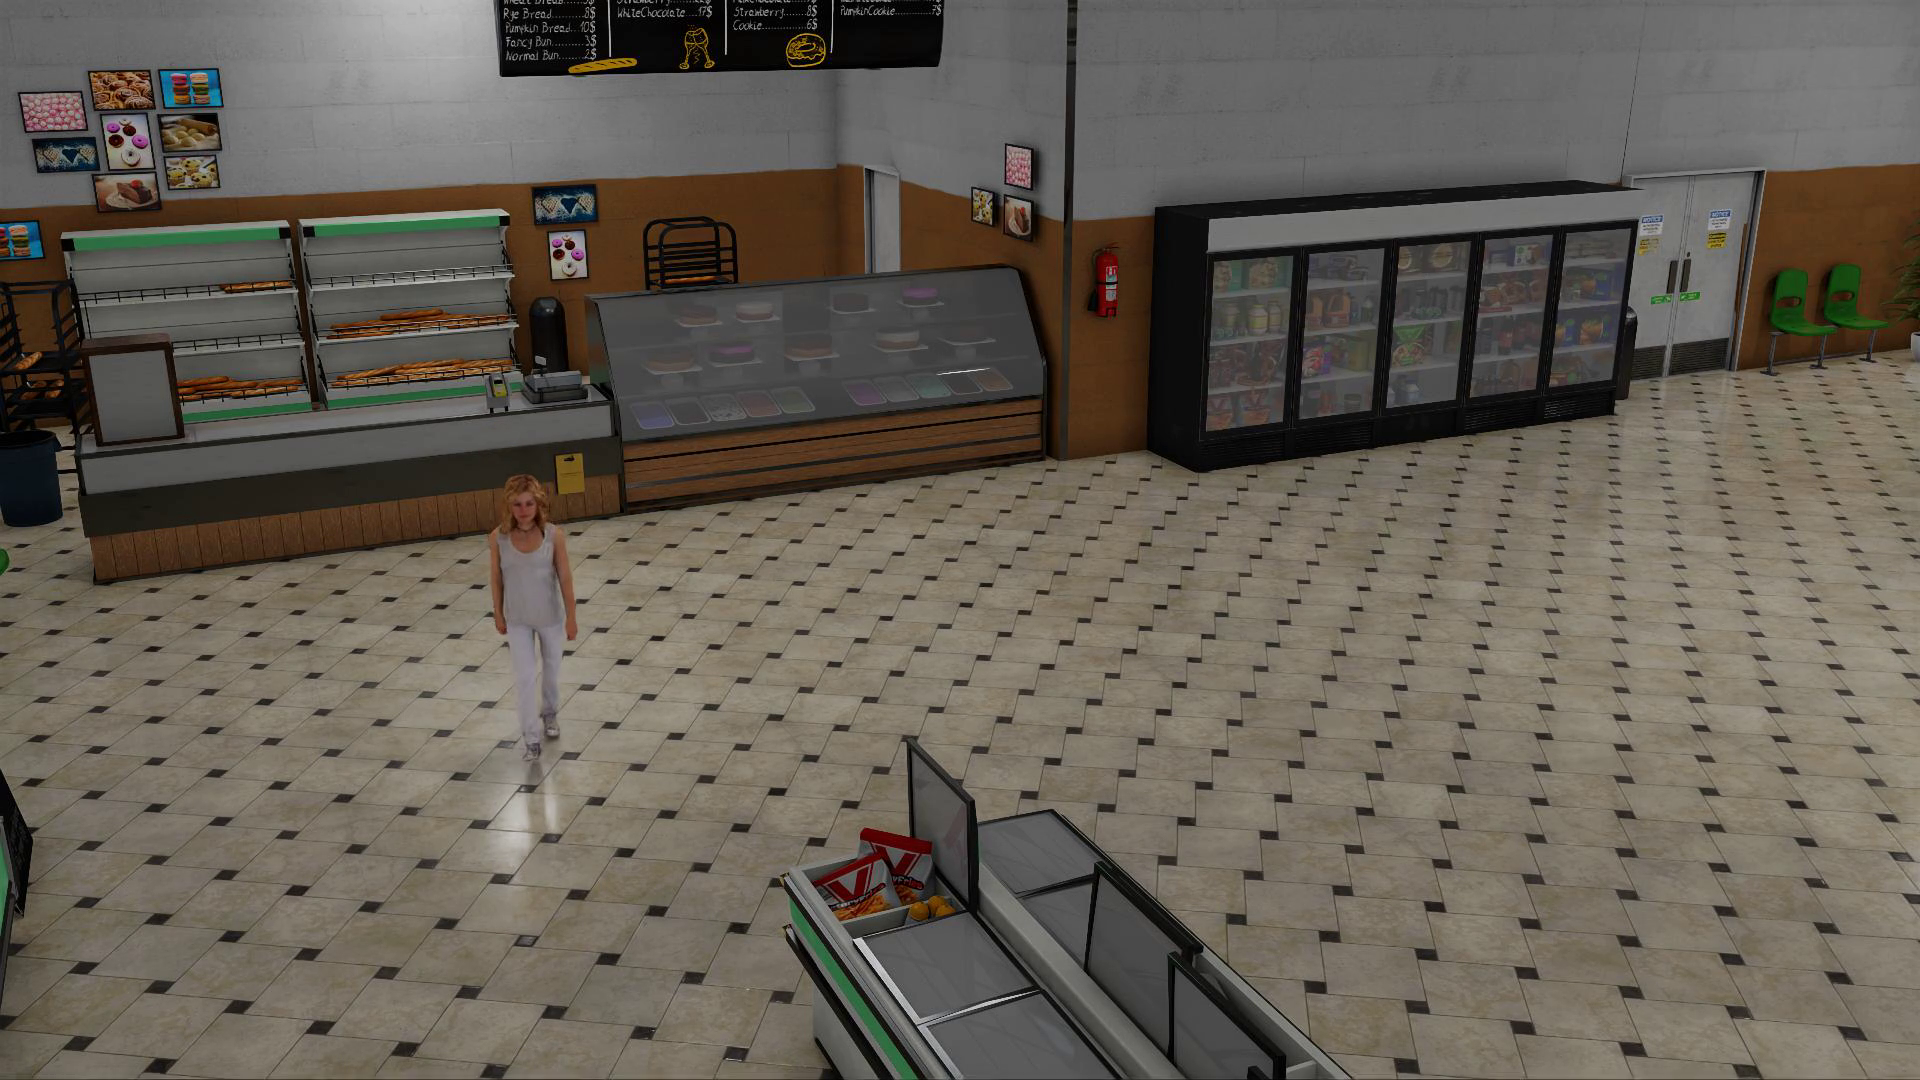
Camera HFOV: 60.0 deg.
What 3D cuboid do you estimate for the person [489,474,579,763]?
[{"bbox_3d":[-2.449,0.401,9.624,0.757,1.638,1.009,-4,19,-13],"label":"person"}]
